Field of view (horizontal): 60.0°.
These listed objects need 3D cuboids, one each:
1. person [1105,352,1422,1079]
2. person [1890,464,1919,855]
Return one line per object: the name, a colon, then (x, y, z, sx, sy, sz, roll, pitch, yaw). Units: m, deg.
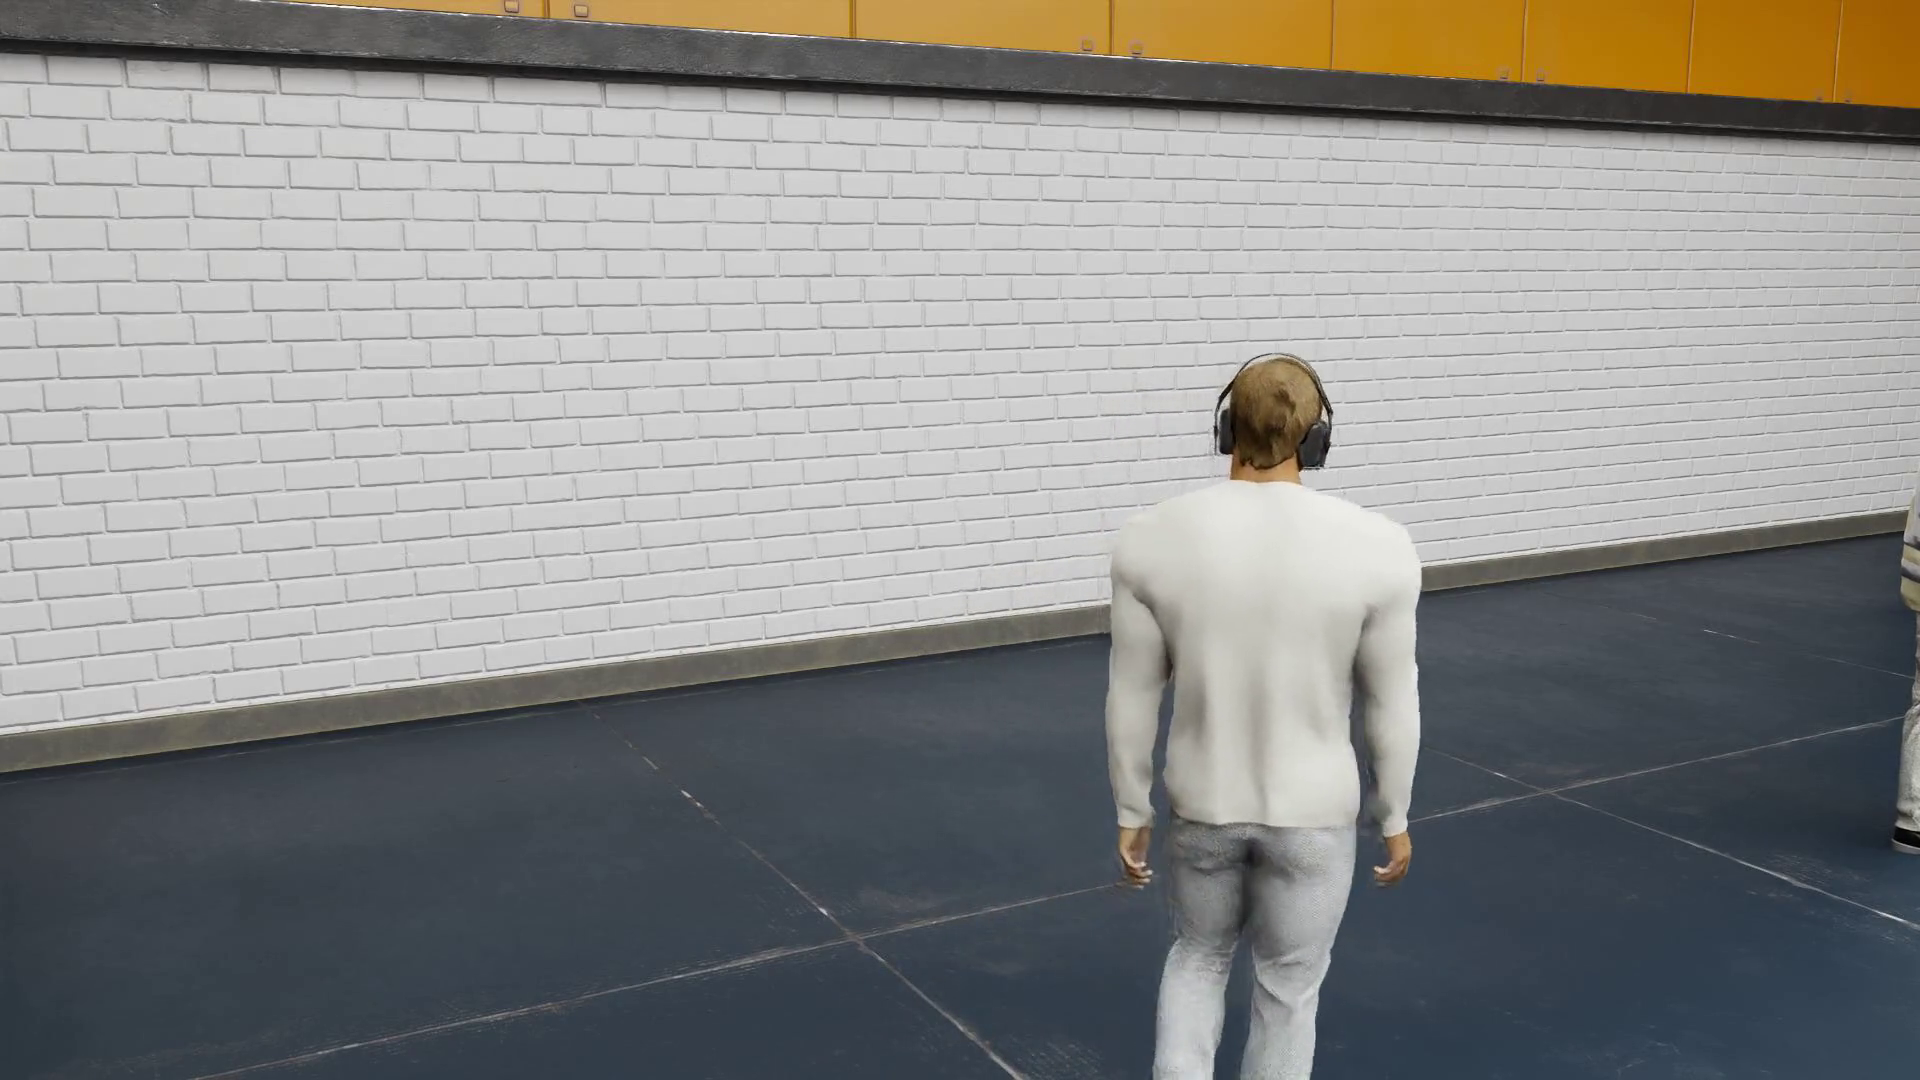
person: (0.634, 0.567, 3.518, 0.632, 1.920, 0.447, 4, 11, 22)
person: (3.543, 0.212, 5.862, 0.403, 1.825, 0.596, 8, 12, 37)
